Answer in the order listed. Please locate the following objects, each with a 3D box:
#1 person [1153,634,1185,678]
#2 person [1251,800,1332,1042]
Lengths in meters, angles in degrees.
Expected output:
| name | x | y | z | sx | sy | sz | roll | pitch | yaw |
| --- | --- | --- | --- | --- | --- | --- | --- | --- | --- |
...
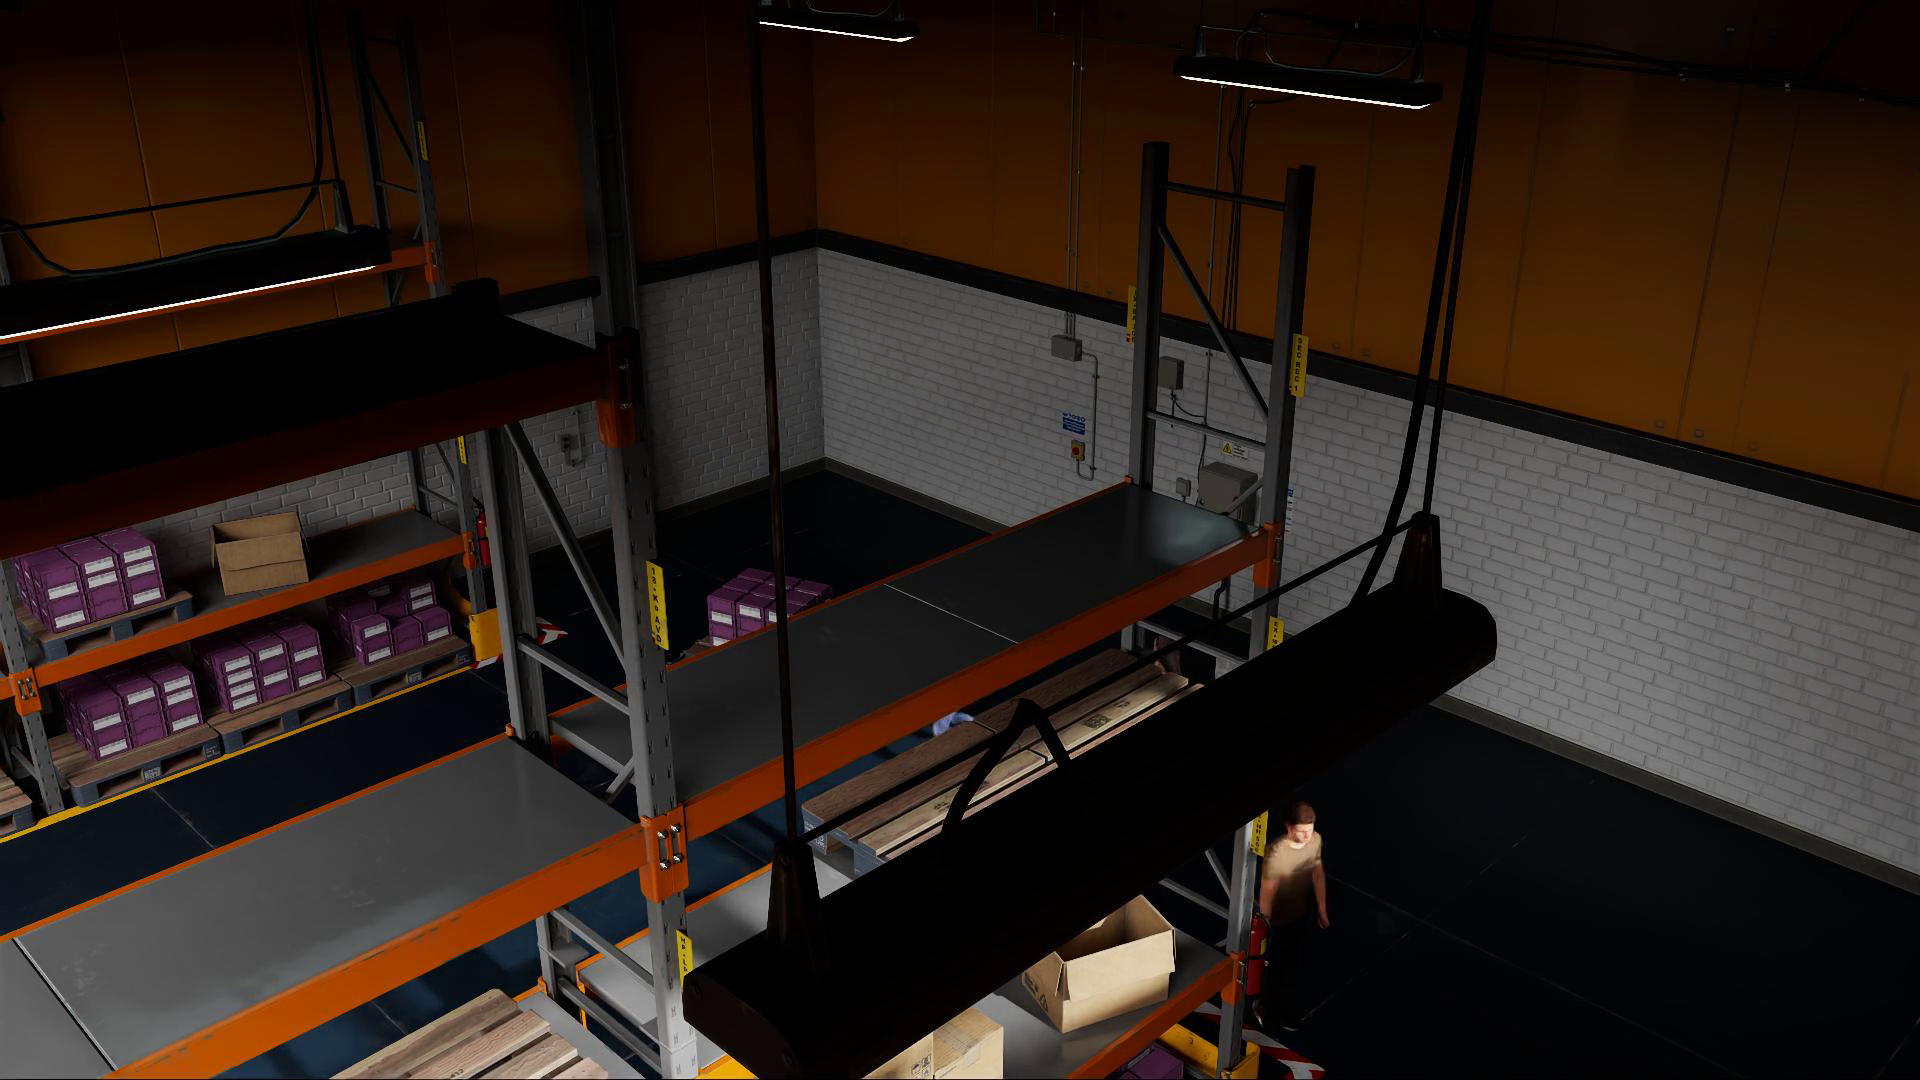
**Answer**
| name | x | y | z | sx | sy | sz | roll | pitch | yaw |
| --- | --- | --- | --- | --- | --- | --- | --- | --- | --- |
| person | 1.649 | 1.490 | 13.473 | 0.661 | 1.654 | 0.728 | -19 | 30 | -37 |
| person | 2.089 | 2.455 | 11.038 | 0.743 | 1.837 | 0.543 | 22 | 32 | 40 |
